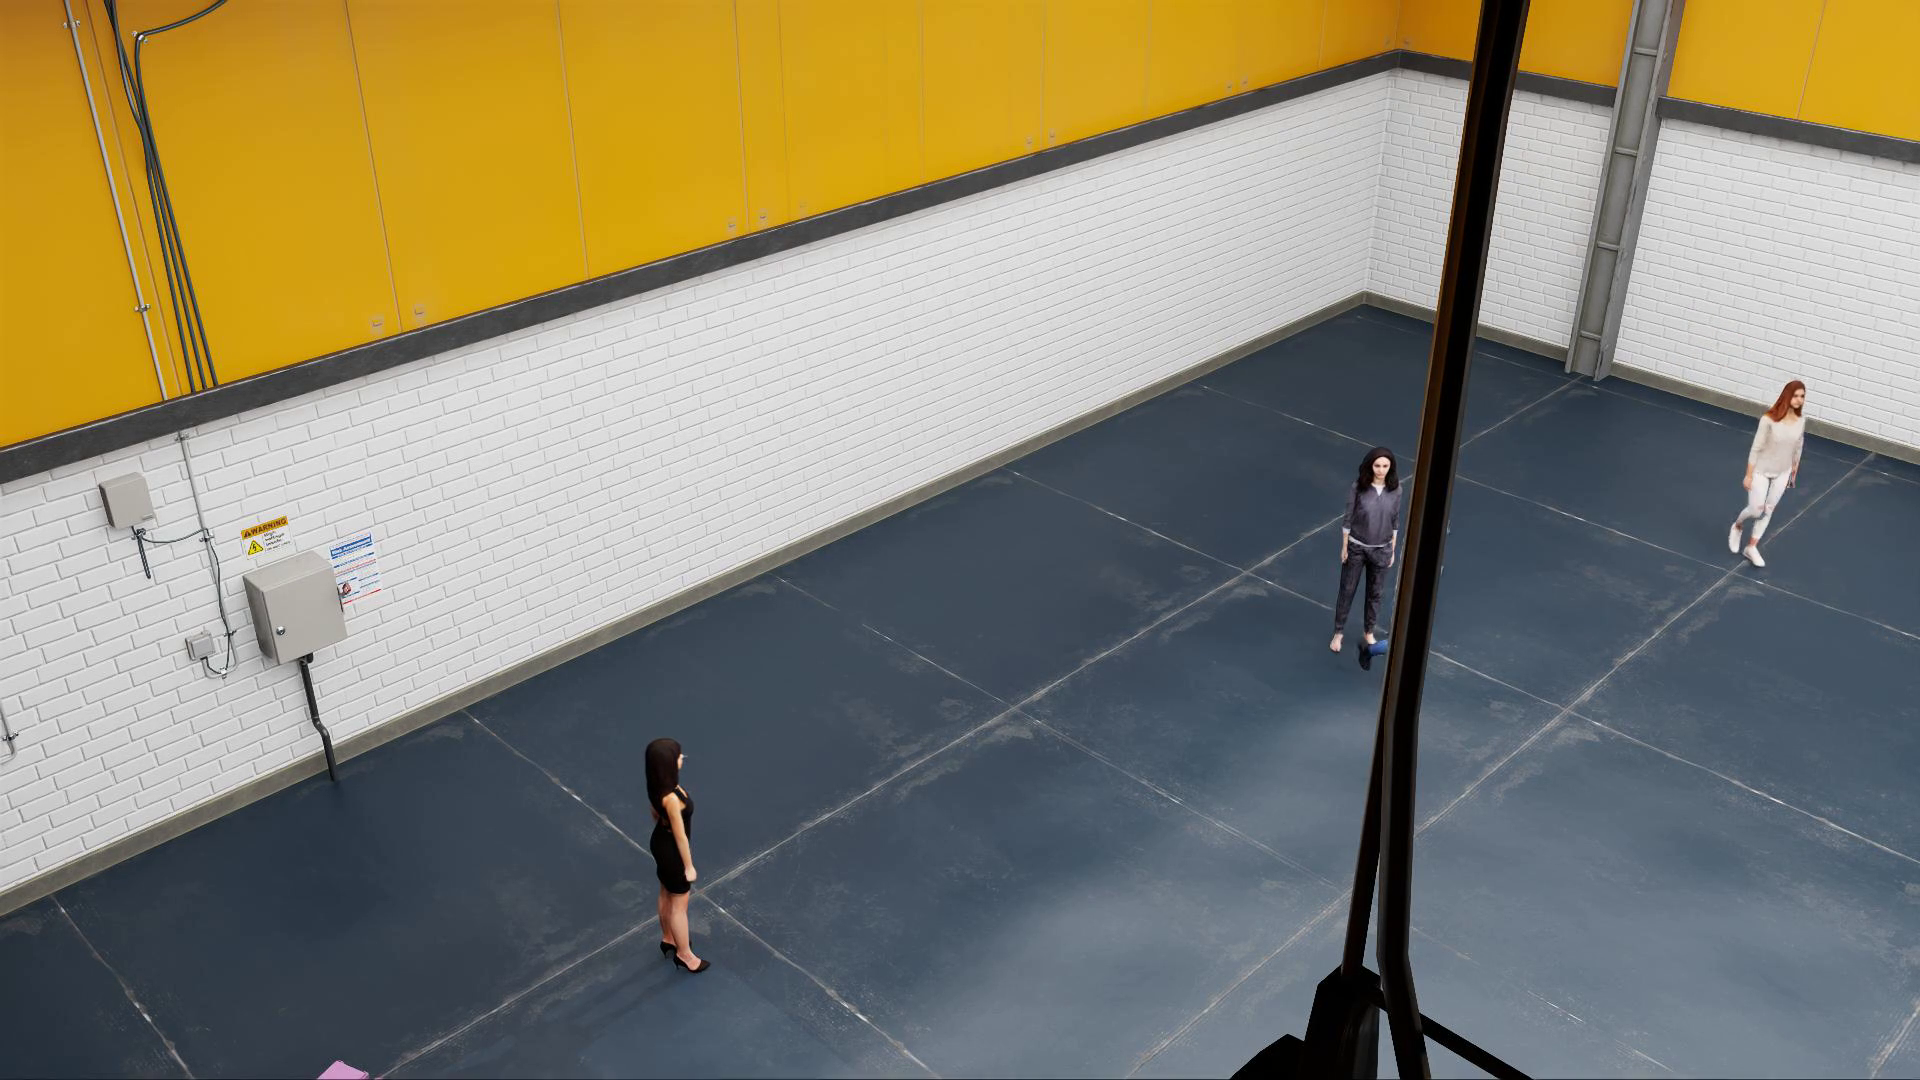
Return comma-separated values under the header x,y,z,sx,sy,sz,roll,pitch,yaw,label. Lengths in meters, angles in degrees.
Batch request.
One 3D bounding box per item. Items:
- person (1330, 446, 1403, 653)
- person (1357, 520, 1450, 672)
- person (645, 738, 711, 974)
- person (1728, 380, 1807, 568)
x,y,z,sx,sy,sz,roll,pitch,yaw,label
3.213,0.061,13.097,0.654,1.765,0.720,1,29,2,person
3.327,0.471,12.509,0.690,1.608,0.851,-20,35,-33,person
-1.718,1.872,9.896,0.668,1.650,0.500,-16,32,-26,person
6.974,-0.622,14.417,0.779,1.700,0.839,-2,29,-5,person
